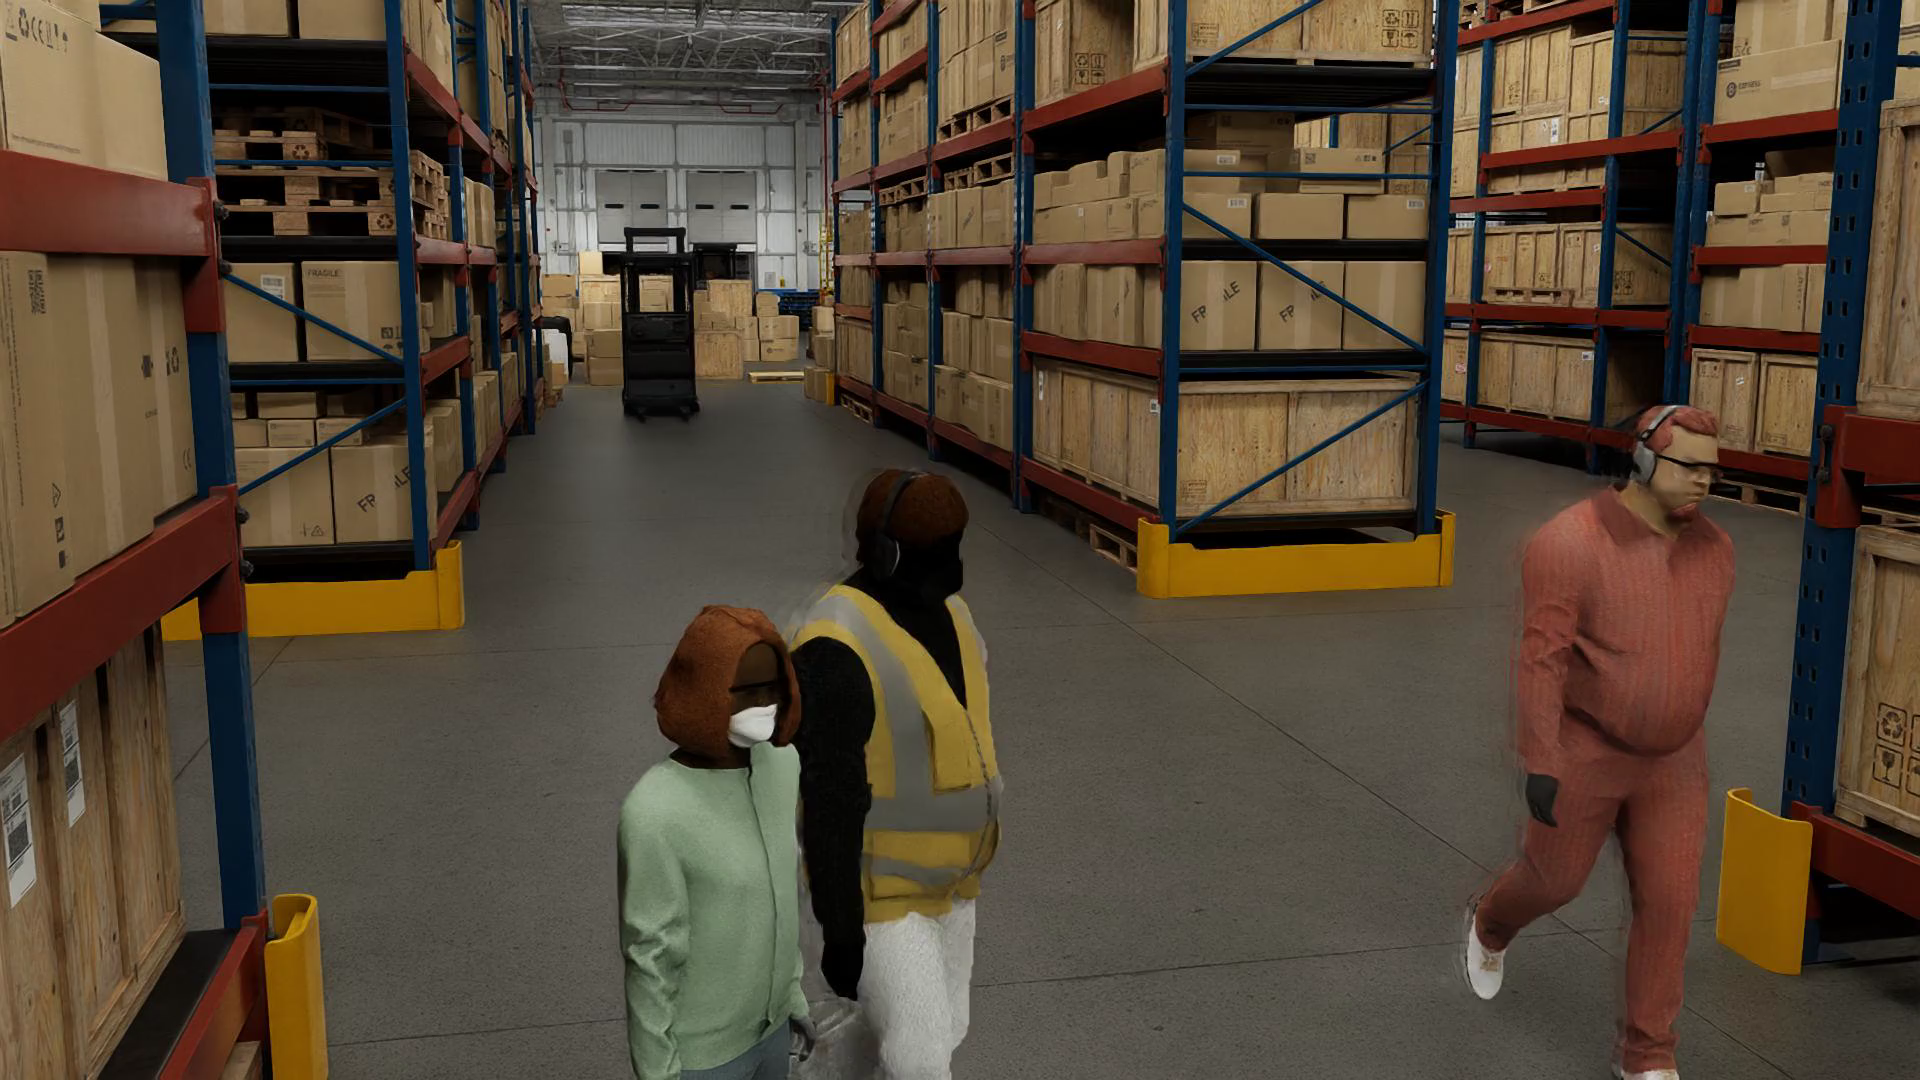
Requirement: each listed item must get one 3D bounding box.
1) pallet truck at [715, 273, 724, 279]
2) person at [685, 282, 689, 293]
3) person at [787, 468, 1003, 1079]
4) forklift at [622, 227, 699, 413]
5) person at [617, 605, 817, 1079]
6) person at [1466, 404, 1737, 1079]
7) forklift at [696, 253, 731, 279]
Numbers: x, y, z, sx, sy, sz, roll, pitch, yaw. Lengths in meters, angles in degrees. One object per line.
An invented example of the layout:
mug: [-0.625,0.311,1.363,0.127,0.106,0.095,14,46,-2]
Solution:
pallet truck: [-8.580,-8.986,62.280,1.885,1.965,0.823,1,9,5]
person: [-9.918,-8.549,60.601,0.626,1.682,0.540,7,12,37]
person: [-0.194,0.730,3.655,0.689,1.811,0.632,5,10,27]
forklift: [-4.688,-3.430,25.730,1.129,2.768,1.873,-2,10,-12]
person: [-0.419,0.918,3.022,0.276,1.631,0.507,4,10,25]
person: [1.767,0.548,4.561,0.651,1.870,0.851,-2,9,-9]
forklift: [-6.403,-6.321,43.352,1.129,2.768,1.873,-2,10,-12]
